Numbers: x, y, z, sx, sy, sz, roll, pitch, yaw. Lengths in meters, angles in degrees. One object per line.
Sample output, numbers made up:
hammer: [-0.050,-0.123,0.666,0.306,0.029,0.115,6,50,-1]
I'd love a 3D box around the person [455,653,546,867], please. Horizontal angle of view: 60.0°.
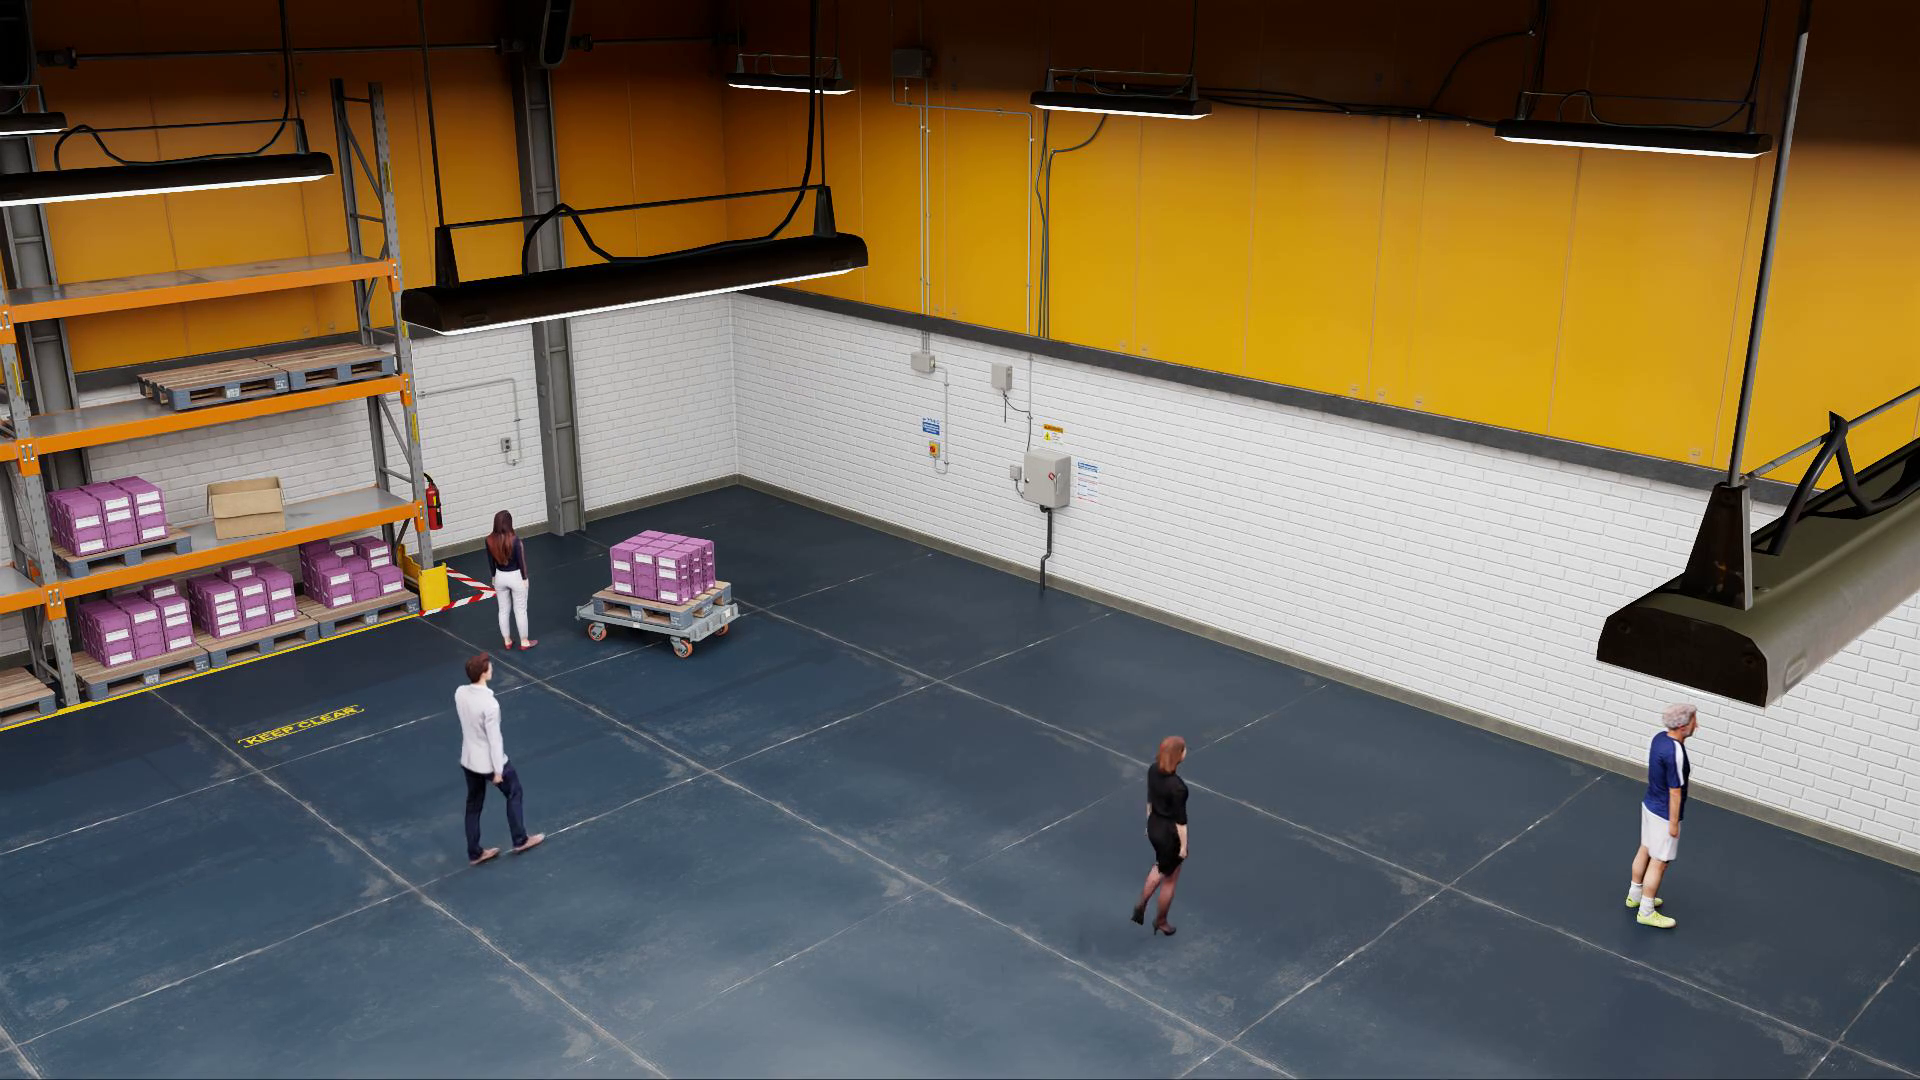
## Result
person: [-3.995,1.839,13.699,0.775,1.831,0.928,12,22,31]

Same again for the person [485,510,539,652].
person: [-4.916,0.438,18.210,0.687,1.608,0.710,4,19,12]

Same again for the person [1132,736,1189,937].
person: [1.489,2.277,12.615,0.777,1.694,0.702,-9,21,-26]

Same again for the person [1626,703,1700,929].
person: [5.467,2.097,12.928,0.769,1.836,0.689,2,19,5]
